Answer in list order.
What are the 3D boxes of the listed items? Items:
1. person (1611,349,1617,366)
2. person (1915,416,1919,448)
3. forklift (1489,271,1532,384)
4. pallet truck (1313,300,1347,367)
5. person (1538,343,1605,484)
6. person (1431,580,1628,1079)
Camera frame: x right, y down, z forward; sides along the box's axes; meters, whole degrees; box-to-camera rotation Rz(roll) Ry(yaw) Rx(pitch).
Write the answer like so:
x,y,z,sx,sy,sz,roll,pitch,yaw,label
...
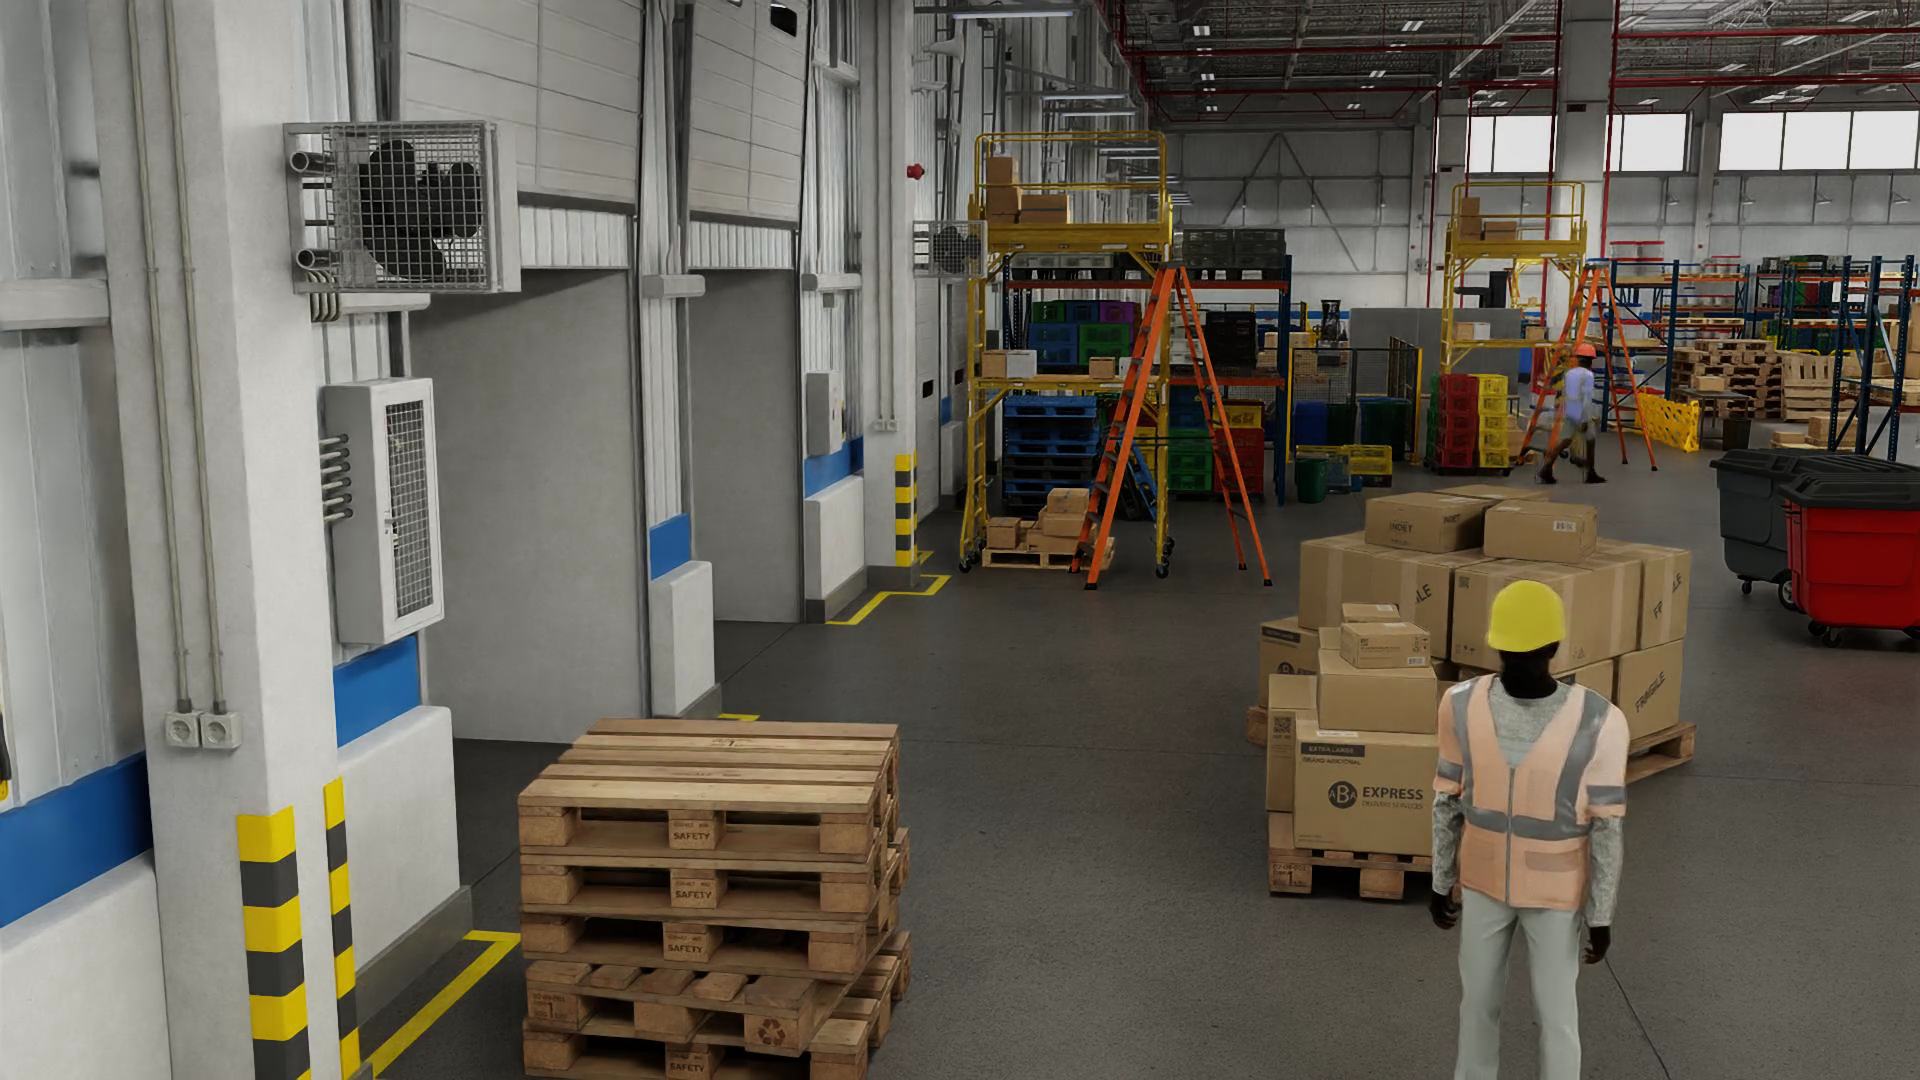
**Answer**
x,y,z,sx,sy,sz,roll,pitch,yaw,label
16.110,-4.679,41.392,0.536,1.655,0.853,7,12,39,person
15.588,-2.330,26.665,0.321,1.736,0.485,7,12,37,person
13.422,-5.322,41.591,1.873,2.768,1.129,1,9,9,forklift
11.159,-6.200,49.718,0.823,1.965,1.885,4,10,26,pallet truck
8.177,-1.672,22.155,0.959,1.894,0.546,-3,10,-19,person
1.734,1.065,5.167,0.587,1.919,0.398,7,11,36,person
